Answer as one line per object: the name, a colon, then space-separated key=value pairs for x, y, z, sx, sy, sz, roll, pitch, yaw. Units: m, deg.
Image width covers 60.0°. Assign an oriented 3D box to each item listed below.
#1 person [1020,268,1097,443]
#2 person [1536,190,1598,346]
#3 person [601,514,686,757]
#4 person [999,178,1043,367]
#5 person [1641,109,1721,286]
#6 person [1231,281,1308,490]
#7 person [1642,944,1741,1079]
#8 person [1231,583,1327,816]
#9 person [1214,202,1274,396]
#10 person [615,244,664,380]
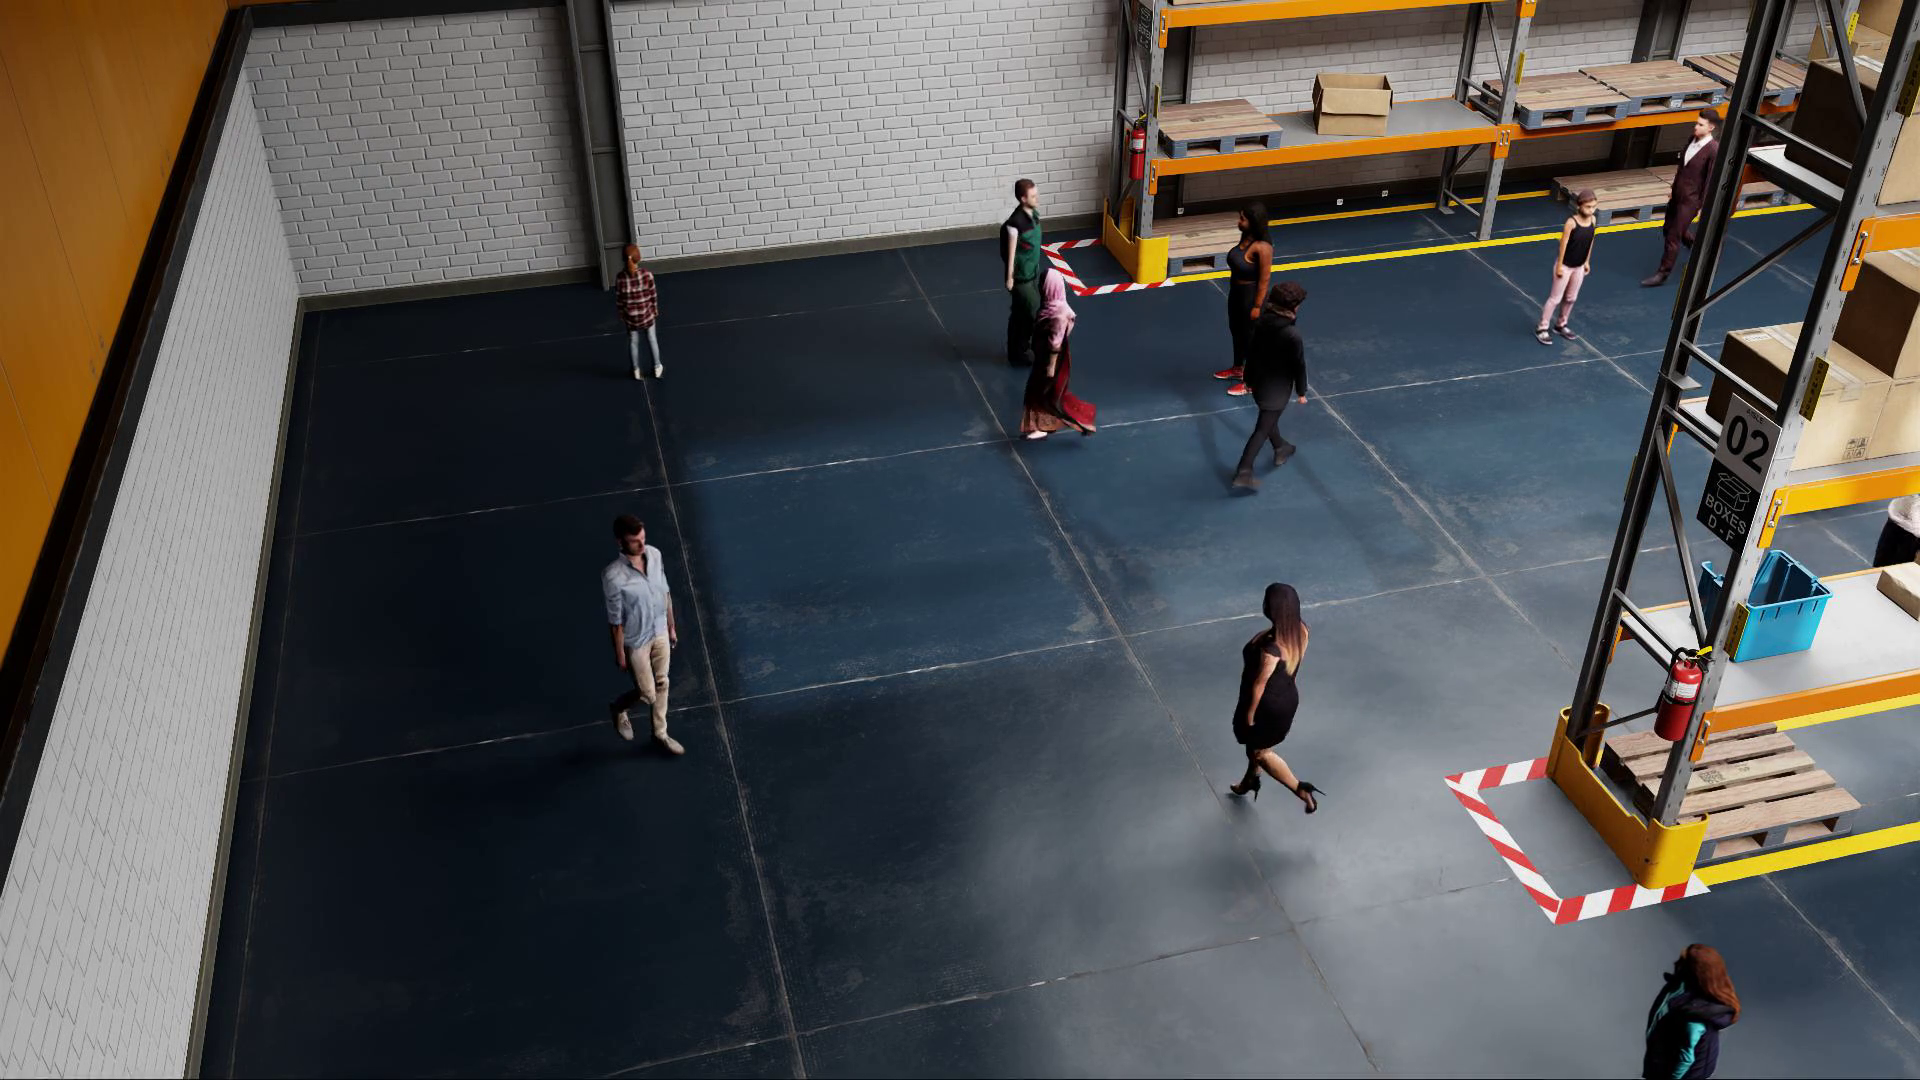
person: x=0.859 y=-1.546 z=14.232 sx=0.918 sy=1.614 sz=0.695 roll=-5 pitch=34 yaw=-7
person: x=5.832 y=-2.618 z=15.896 sx=0.488 sy=1.558 sz=0.620 roll=-13 pitch=36 yaw=-18
person: x=-2.117 y=0.589 z=10.819 sx=0.936 sy=1.836 sz=0.885 roll=22 pitch=39 yaw=29
person: x=0.517 y=-2.488 z=15.450 sx=0.843 sy=1.834 sz=0.802 roll=11 pitch=35 yaw=17
person: x=7.485 y=-3.501 z=16.962 sx=1.022 sy=1.847 sz=0.725 roll=-6 pitch=34 yaw=-10
person: x=2.509 y=-1.222 z=13.640 sx=1.225 sy=1.729 sz=0.957 roll=-23 pitch=40 yaw=-30
person: x=3.512 y=2.542 z=8.185 sx=0.731 sy=1.499 sz=0.687 roll=11 pitch=35 yaw=17
person: x=1.975 y=1.046 z=10.254 sx=1.007 sy=1.700 sz=0.967 roll=22 pitch=39 yaw=29
person: x=2.602 y=-2.198 z=15.031 sx=0.590 sy=1.815 sz=0.664 roll=-8 pitch=34 yaw=-12
person: x=-2.967 y=-2.108 z=15.361 sx=0.446 sy=1.300 sz=0.600 roll=-6 pitch=34 yaw=-9
